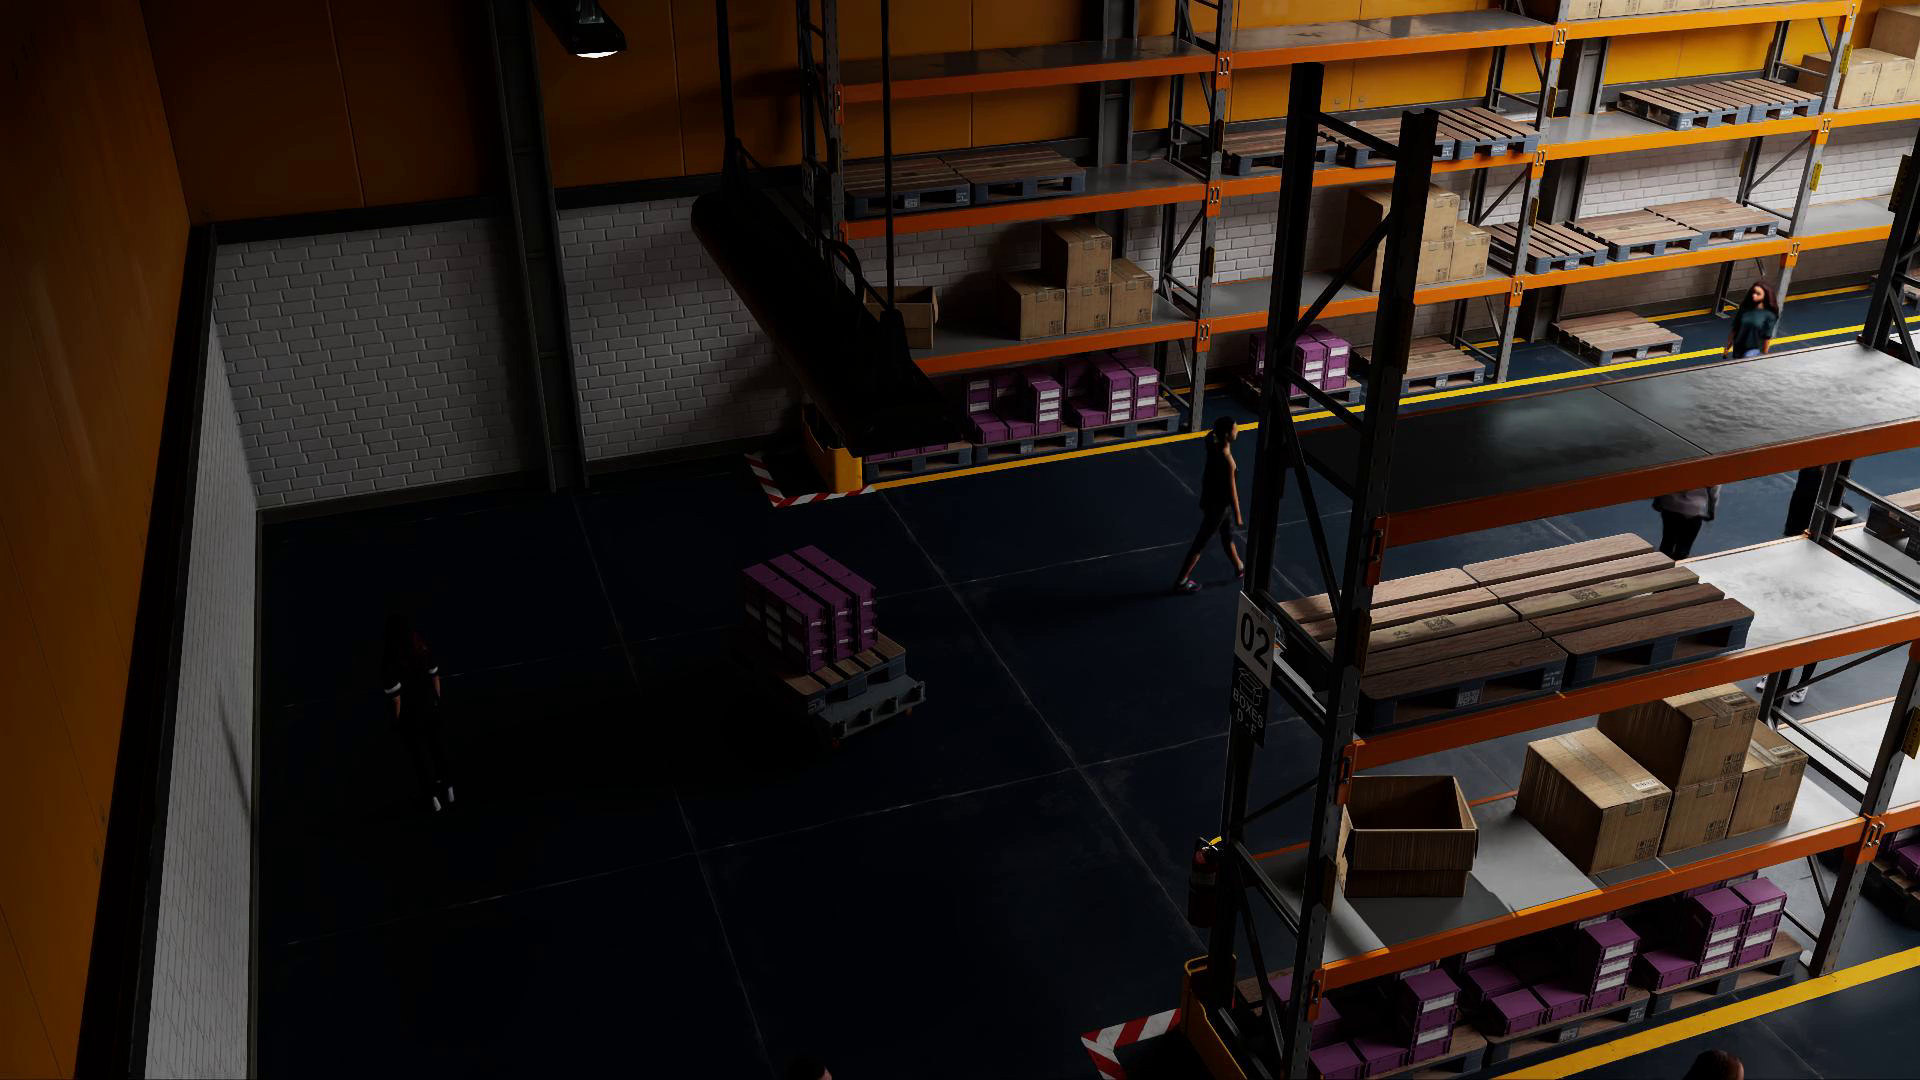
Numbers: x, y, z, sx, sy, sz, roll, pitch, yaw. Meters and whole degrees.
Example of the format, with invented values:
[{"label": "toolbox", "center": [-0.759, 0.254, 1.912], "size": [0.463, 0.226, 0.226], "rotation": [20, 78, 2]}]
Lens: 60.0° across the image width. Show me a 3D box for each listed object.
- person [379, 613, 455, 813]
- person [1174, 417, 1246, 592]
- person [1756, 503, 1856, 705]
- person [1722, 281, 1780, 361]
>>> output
[{"label": "person", "center": [-3.959, 1.255, 12.134], "size": [0.770, 1.638, 0.681], "rotation": [21, 35, 33]}, {"label": "person", "center": [2.200, -0.282, 14.896], "size": [1.108, 1.691, 0.665], "rotation": [-7, 29, -12]}, {"label": "person", "center": [6.874, 0.503, 13.416], "size": [0.674, 1.730, 0.687], "rotation": [-23, 36, -35]}, {"label": "person", "center": [8.709, -2.088, 18.327], "size": [1.163, 1.576, 0.803], "rotation": [-20, 34, -32]}]
